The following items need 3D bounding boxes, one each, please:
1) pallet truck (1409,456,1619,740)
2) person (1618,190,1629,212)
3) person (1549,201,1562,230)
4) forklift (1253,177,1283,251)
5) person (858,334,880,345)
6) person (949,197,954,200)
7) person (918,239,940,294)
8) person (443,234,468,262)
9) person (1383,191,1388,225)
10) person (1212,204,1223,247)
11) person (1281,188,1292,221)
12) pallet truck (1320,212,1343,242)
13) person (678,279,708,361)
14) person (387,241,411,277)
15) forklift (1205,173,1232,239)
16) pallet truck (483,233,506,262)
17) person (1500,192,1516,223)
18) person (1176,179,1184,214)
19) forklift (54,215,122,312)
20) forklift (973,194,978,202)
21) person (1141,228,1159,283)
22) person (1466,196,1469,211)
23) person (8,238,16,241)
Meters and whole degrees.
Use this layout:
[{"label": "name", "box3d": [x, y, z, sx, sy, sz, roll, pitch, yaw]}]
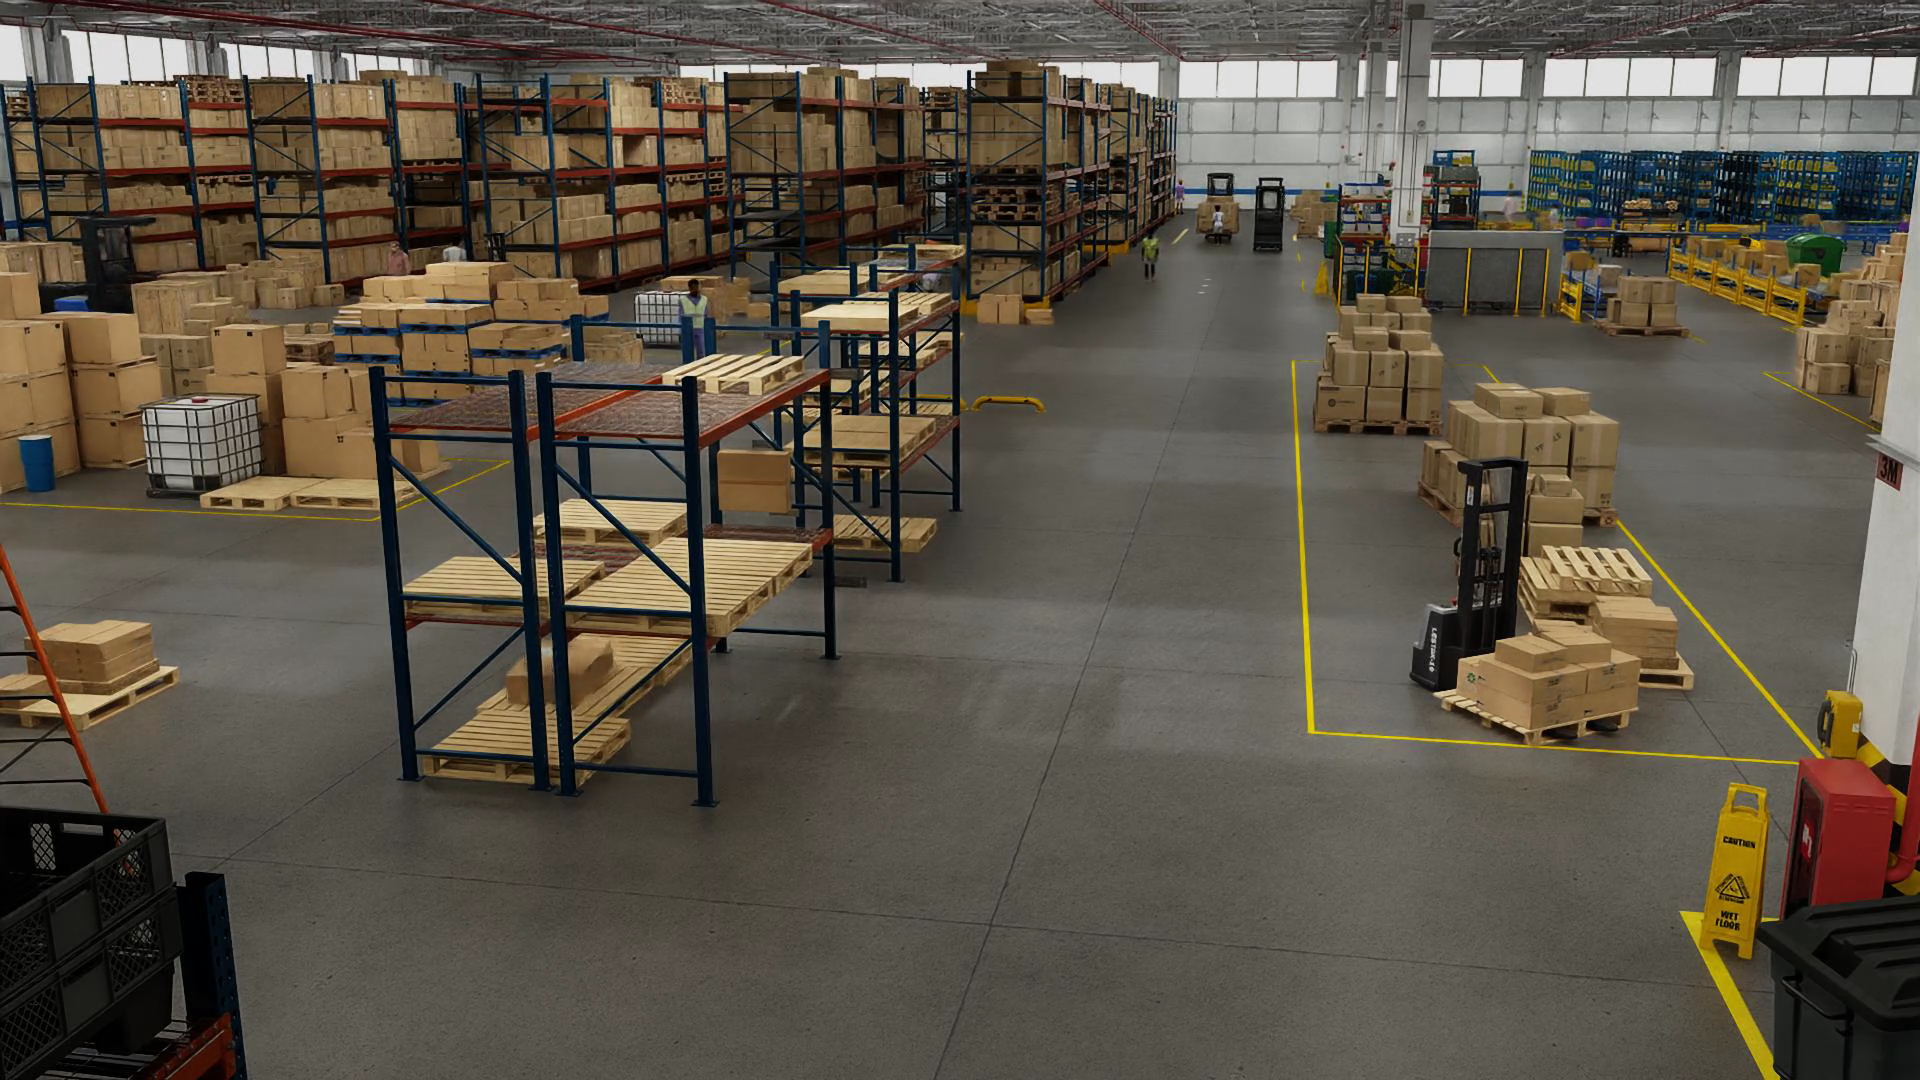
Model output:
[{"label": "pallet truck", "box3d": [4.504, 0.400, 13.395, 0.823, 1.965, 1.885, -6, 15, -23]}, {"label": "person", "box3d": [33.893, -17.092, 84.889, 0.587, 1.776, 0.898, 5, 15, 21]}, {"label": "person", "box3d": [23.518, -12.371, 65.421, 0.917, 1.907, 0.628, 3, 14, 11]}, {"label": "forklift", "box3d": [12.083, -12.747, 64.956, 1.129, 2.768, 1.873, 3, 14, 10]}, {"label": "person", "box3d": [-1.987, -4.992, 35.984, 0.835, 1.658, 0.542, 8, 16, 31]}, {"label": "person", "box3d": [-0.560, -19.321, 93.829, 0.423, 1.816, 0.601, 5, 15, 19]}, {"label": "person", "box3d": [-0.773, -6.736, 42.578, 0.551, 1.902, 0.974, -4, 14, -14]}, {"label": "person", "box3d": [-13.358, -7.123, 44.069, 0.625, 1.931, 0.658, -3, 14, -11]}, {"label": "person", "box3d": [20.883, -16.279, 81.693, 0.447, 1.733, 0.579, 7, 16, 27]}, {"label": "person", "box3d": [10.386, -12.678, 67.113, 0.540, 1.695, 0.317, -11, 18, -37]}, {"label": "person", "box3d": [16.877, -17.465, 86.561, 0.900, 1.679, 0.545, 10, 17, 36]}, {"label": "pallet truck", "box3d": [15.874, -13.227, 70.310, 0.680, 1.201, 1.601, 10, 17, 35]}, {"label": "person", "box3d": [-5.006, -3.953, 31.267, 0.585, 1.908, 0.386, -8, 16, -30]}, {"label": "person", "box3d": [-14.121, -6.552, 41.820, 0.639, 1.904, 0.402, 5, 15, 18]}, {"label": "forklift", "box3d": [11.288, -14.527, 72.182, 1.129, 2.768, 1.873, 3, 14, 10]}, {"label": "pallet truck", "box3d": [-11.832, -7.026, 43.548, 1.885, 1.965, 0.823, 8, 16, 28]}, {"label": "person", "box3d": [25.342, -15.174, 76.952, 0.641, 1.842, 1.029, -7, 15, -26]}, {"label": "person", "box3d": [12.355, -19.243, 93.261, 0.550, 1.942, 0.346, 11, 18, 38]}, {"label": "forklift", "box3d": [-18.373, -5.540, 35.697, 1.873, 2.768, 1.129, 2, 14, 10]}, {"label": "forklift", "box3d": [0.901, -10.460, 55.672, 1.129, 2.768, 1.873, 3, 14, 10]}, {"label": "person", "box3d": [5.831, -8.750, 51.183, 0.549, 1.680, 0.407, 3, 14, 13]}, {"label": "person", "box3d": [22.115, -14.212, 73.064, 0.599, 1.830, 0.403, 5, 15, 19]}, {"label": "person", "box3d": [-26.768, -7.739, 47.190, 0.556, 1.620, 0.372, 2, 14, 7]}]
